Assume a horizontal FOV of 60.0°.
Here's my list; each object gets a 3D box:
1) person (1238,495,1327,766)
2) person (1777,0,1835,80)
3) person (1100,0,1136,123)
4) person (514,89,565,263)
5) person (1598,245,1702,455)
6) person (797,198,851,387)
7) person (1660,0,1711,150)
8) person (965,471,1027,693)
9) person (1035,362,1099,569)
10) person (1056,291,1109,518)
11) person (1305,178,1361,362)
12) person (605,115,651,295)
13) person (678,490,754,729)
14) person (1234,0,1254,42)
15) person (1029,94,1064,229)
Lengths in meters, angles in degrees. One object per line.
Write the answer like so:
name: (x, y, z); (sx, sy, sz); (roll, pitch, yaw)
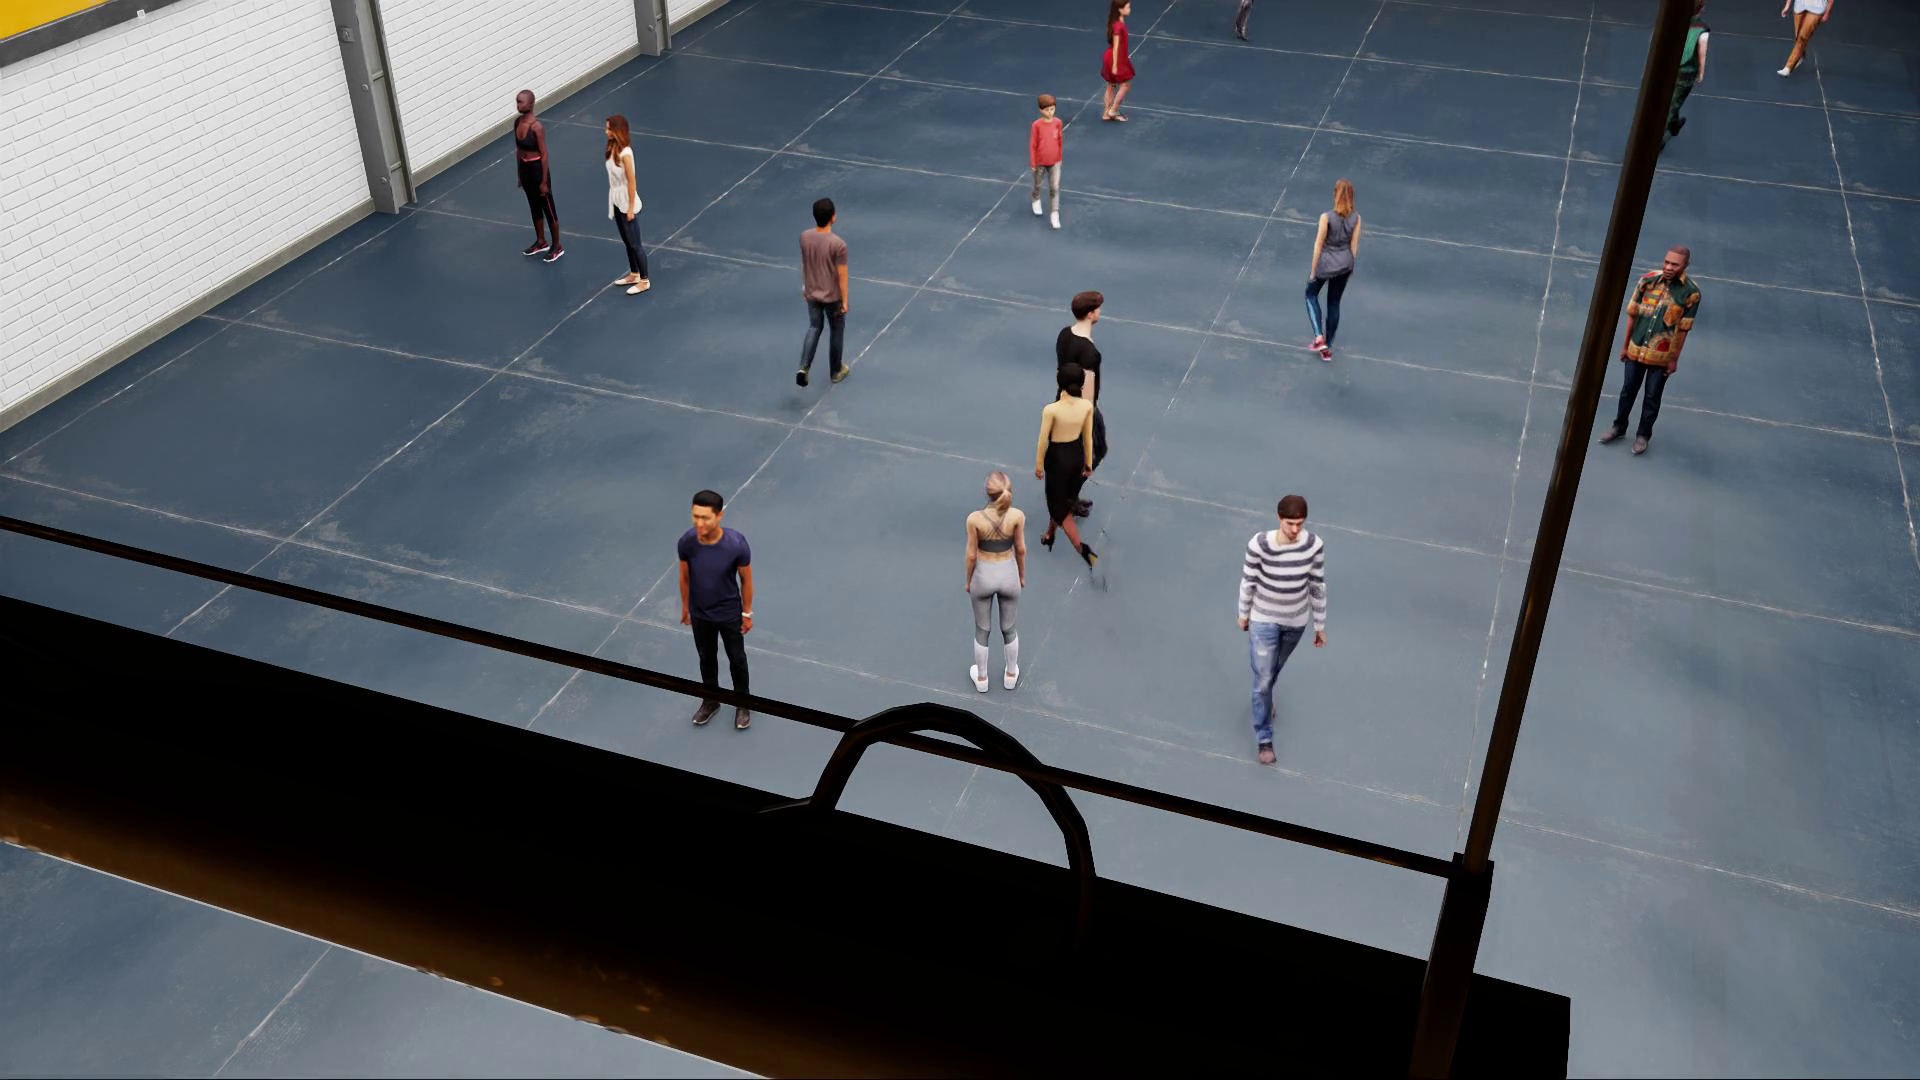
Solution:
person: (2.024, 0.443, 10.679); (0.975, 1.815, 1.200); (-4, 34, -5)
person: (11.248, -7.031, 21.956); (1.281, 1.778, 1.076); (-25, 41, -32)
person: (1.850, -5.913, 20.486); (0.711, 1.544, 0.661); (1, 34, 1)
person: (-4.337, -3.751, 17.041); (0.629, 1.758, 0.607); (21, 39, 28)
person: (5.733, -1.593, 13.749); (0.790, 1.808, 0.787); (25, 41, 33)
person: (-1.234, -2.123, 14.590); (0.670, 1.759, 0.923); (14, 36, 20)
person: (8.434, -5.466, 19.596); (1.243, 1.786, 1.038); (-25, 41, -33)
person: (0.235, 0.278, 11.031); (0.647, 1.700, 0.672); (-3, 34, -5)
person: (0.810, -0.492, 12.260); (0.958, 1.622, 1.024); (-16, 37, -22)
person: (0.827, -1.004, 12.796); (0.860, 1.881, 0.805); (-16, 37, -22)
person: (3.393, -2.403, 15.052); (0.711, 1.714, 0.759); (-6, 34, -9)
person: (-3.272, -3.299, 16.336); (0.720, 1.785, 0.686); (-19, 38, -26)
person: (-1.560, 0.434, 10.712); (0.683, 1.793, 0.581); (6, 34, 9)
person: (3.999, -7.872, 23.287); (0.731, 1.706, 0.792); (-15, 36, -21)
person: (0.907, -4.115, 17.928); (0.840, 1.383, 1.022); (-6, 34, -9)
